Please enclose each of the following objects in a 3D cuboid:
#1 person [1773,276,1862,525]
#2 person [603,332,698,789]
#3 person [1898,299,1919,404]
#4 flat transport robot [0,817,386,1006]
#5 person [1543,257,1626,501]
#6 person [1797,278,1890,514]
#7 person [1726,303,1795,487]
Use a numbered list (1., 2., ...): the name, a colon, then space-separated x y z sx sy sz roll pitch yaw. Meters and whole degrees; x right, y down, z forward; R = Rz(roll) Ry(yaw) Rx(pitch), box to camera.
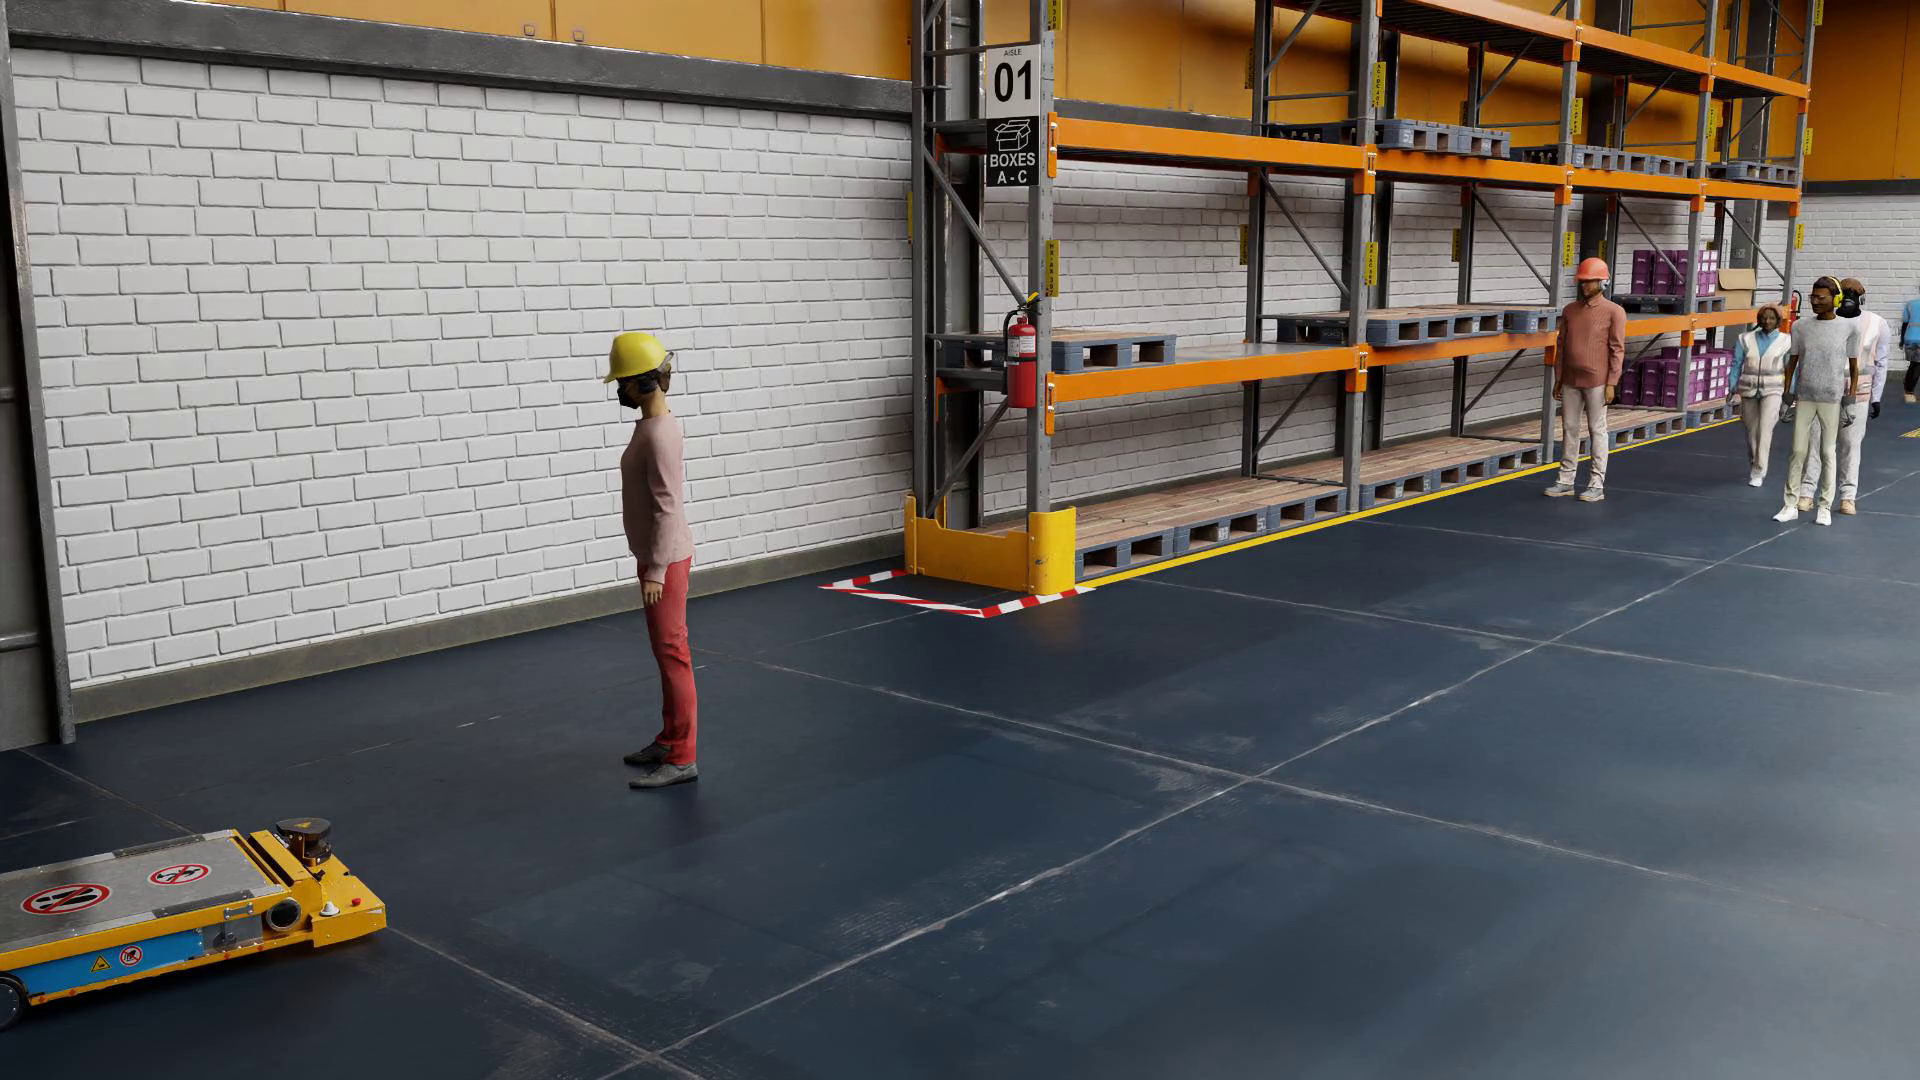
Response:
1. person: 6.459 -1.042 12.513 0.533 1.864 0.314 8 13 38
2. person: -1.192 0.079 6.441 0.327 1.760 0.524 -2 10 -13
3. person: 12.905 -2.650 22.255 0.626 1.662 0.552 -6 11 -29
4. flat transport robot: -2.488 1.106 4.817 1.431 0.197 0.652 -7 12 -36
5. person: 5.164 -1.321 13.730 0.375 1.997 0.612 -7 12 -34
6. person: 6.895 -1.124 13.047 0.619 1.845 0.430 6 12 30
7. person: 7.112 -1.302 14.736 0.513 1.605 0.797 8 13 39
